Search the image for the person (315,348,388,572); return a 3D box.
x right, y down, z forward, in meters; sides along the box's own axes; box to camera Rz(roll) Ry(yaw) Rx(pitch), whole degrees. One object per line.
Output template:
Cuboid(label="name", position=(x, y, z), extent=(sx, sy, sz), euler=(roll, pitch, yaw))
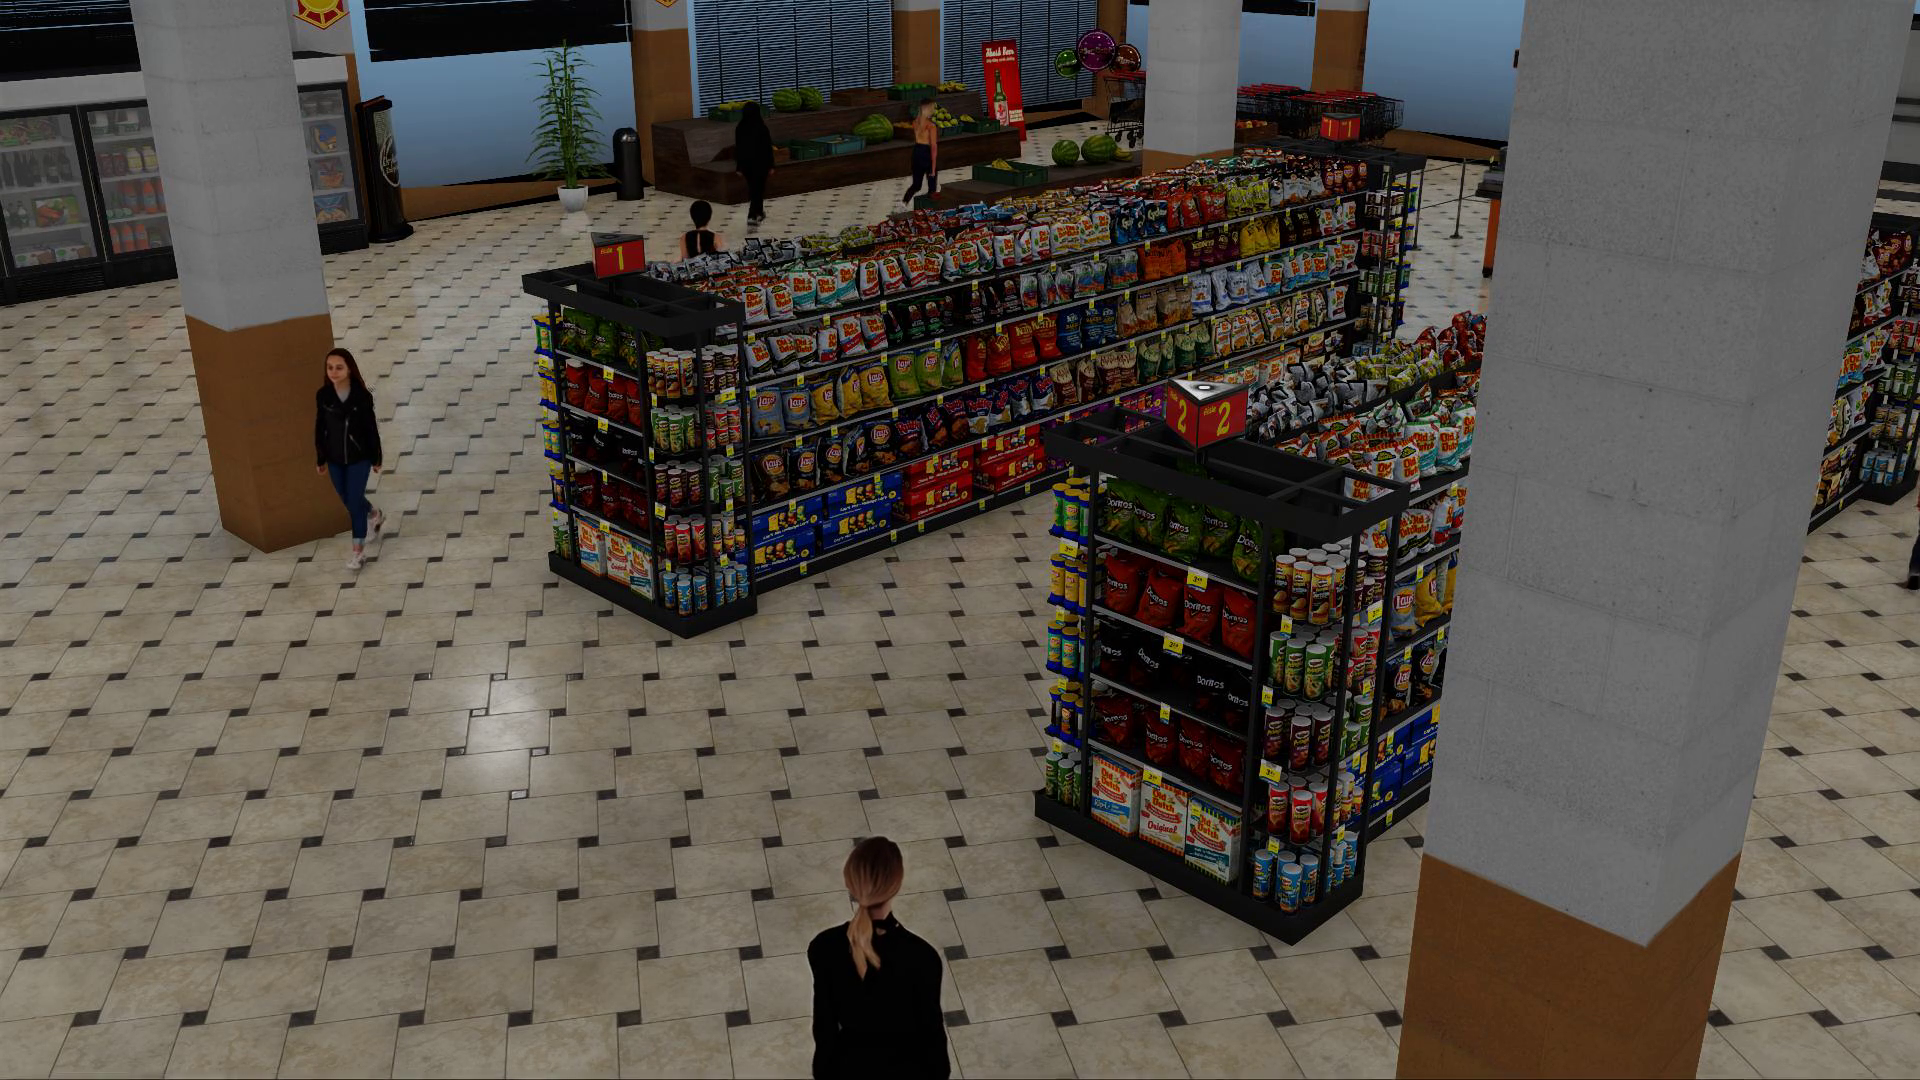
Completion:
Cuboid(label="person", position=(-4.039, -0.571, 11.065), extent=(0.886, 1.458, 1.020), euler=(4, 22, 9))

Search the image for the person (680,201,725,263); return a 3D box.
Cuboid(label="person", position=(-2.333, -2.250, 15.066), extent=(0.784, 1.592, 0.864), euler=(3, 22, 8))

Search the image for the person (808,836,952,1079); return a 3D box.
Cuboid(label="person", position=(-0.241, 1.682, 5.041), extent=(0.657, 1.769, 0.688), euler=(3, 22, 9))

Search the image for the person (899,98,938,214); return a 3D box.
Cuboid(label="person", position=(-0.519, -4.900, 21.642), extent=(0.650, 1.605, 1.031), euler=(16, 27, 35))

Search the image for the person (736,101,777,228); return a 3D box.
Cuboid(label="person", position=(-2.659, -4.782, 21.386), extent=(0.977, 1.577, 1.185), euler=(7, 23, 17))
